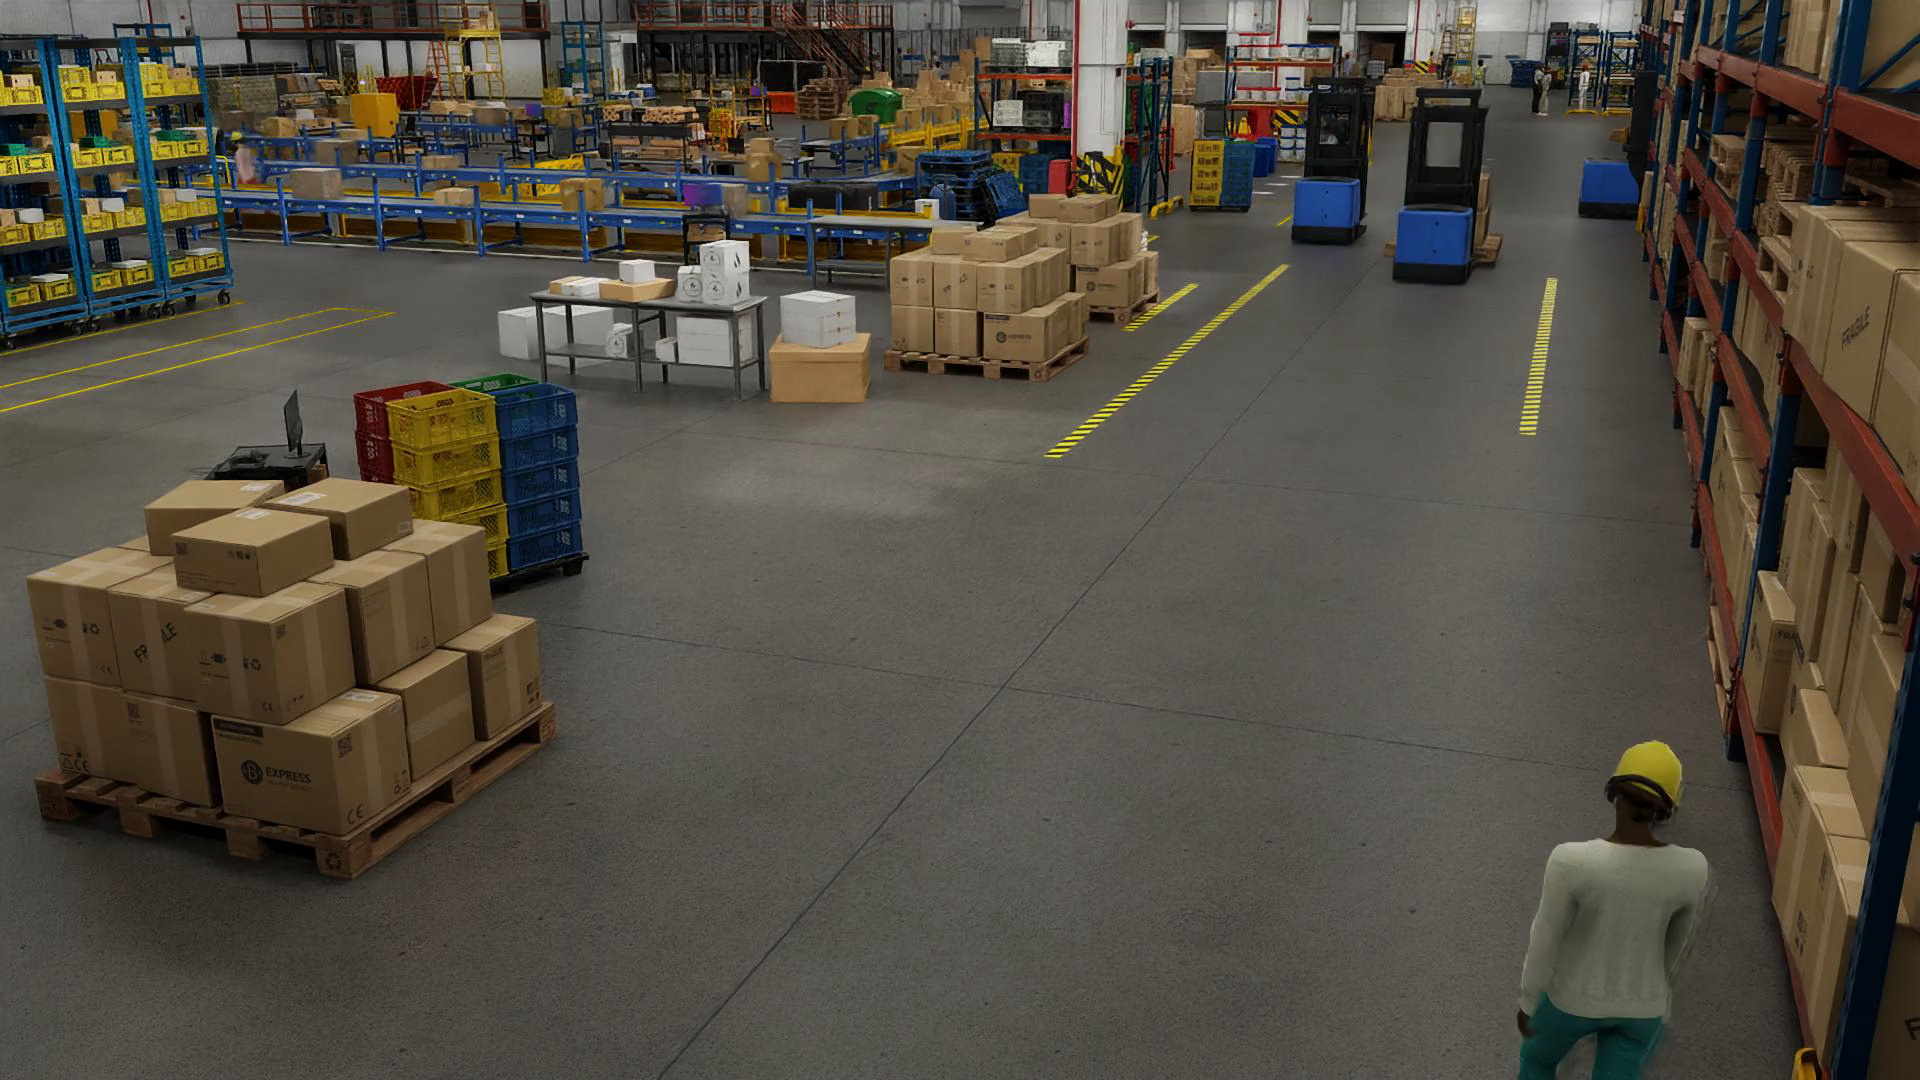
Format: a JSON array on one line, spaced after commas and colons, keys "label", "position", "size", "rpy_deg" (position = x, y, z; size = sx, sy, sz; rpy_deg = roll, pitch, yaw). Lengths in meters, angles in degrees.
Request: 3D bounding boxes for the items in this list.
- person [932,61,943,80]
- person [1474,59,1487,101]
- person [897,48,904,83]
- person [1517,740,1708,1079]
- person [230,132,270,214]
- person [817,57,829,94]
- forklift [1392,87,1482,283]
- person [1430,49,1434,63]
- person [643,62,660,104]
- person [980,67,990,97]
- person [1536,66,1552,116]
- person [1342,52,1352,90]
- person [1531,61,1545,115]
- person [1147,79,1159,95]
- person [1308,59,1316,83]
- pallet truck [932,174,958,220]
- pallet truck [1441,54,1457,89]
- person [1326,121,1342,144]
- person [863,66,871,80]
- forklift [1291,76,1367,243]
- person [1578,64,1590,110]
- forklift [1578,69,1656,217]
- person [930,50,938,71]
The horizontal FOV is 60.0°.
[{"label": "person", "position": [-0.971, -19.885, 72.358], "size": [0.526, 1.840, 0.961], "rpy_deg": [10, 20, 28]}, {"label": "person", "position": [23.422, -20.725, 74.968], "size": [0.430, 1.841, 0.623], "rpy_deg": [-12, 21, -32]}, {"label": "person", "position": [-3.366, -26.641, 93.376], "size": [0.403, 1.945, 0.614], "rpy_deg": [1, 18, 3]}, {"label": "person", "position": [2.080, 1.469, 5.408], "size": [0.545, 1.737, 0.516], "rpy_deg": [1, 18, 4]}, {"label": "person", "position": [-13.675, -6.938, 31.848], "size": [0.880, 1.721, 0.508], "rpy_deg": [3, 18, 8]}, {"label": "person", "position": [-6.226, -20.818, 75.113], "size": [0.647, 1.933, 0.757], "rpy_deg": [-13, 22, -35]}, {"label": "forklift", "position": [7.264, -5.399, 25.119], "size": [1.129, 2.768, 1.873], "rpy_deg": [6, 19, 19]}, {"label": "person", "position": [25.724, -25.898, 91.082], "size": [0.375, 1.924, 0.585], "rpy_deg": [-5, 18, -14]}, {"label": "person", "position": [-13.550, -19.881, 72.404], "size": [0.991, 1.795, 0.534], "rpy_deg": [-4, 18, -11]}, {"label": "person", "position": [0.998, -16.940, 62.979], "size": [0.932, 1.899, 0.540], "rpy_deg": [4, 18, 12]}, {"label": "person", "position": [22.733, -17.437, 64.593], "size": [0.329, 1.868, 0.512], "rpy_deg": [-3, 18, -10]}, {"label": "person", "position": [19.816, -24.038, 85.243], "size": [0.410, 1.917, 0.565], "rpy_deg": [-7, 19, -21]}, {"label": "person", "position": [22.684, -17.687, 65.092], "size": [0.538, 2.000, 0.681], "rpy_deg": [1, 18, 3]}, {"label": "person", "position": [6.617, -15.084, 57.364], "size": [0.617, 1.778, 0.775], "rpy_deg": [12, 21, 32]}, {"label": "person", "position": [19.734, -26.635, 93.280], "size": [0.395, 1.992, 0.622], "rpy_deg": [6, 19, 18]}, {"label": "pallet truck", "position": [-0.507, -5.292, 27.348], "size": [0.653, 1.274, 1.630], "rpy_deg": [6, 19, 19]}, {"label": "pallet truck", "position": [22.765, -21.886, 78.355], "size": [0.823, 1.965, 1.885], "rpy_deg": [-4, 18, -14]}, {"label": "person", "position": [7.998, -8.074, 35.485], "size": [0.789, 1.659, 0.544], "rpy_deg": [0, 18, -1]}, {"label": "person", "position": [-3.774, -18.400, 67.807], "size": [0.363, 1.757, 0.539], "rpy_deg": [13, 22, 36]}, {"label": "forklift", "position": [6.598, -6.755, 29.381], "size": [1.129, 2.768, 1.873], "rpy_deg": [6, 19, 19]}, {"label": "person", "position": [24.795, -17.958, 66.198], "size": [0.584, 1.882, 0.337], "rpy_deg": [-15, 23, -38]}, {"label": "forklift", "position": [13.219, -7.740, 32.475], "size": [1.873, 2.768, 1.129], "rpy_deg": [6, 19, 18]}, {"label": "person", "position": [-1.468, -25.977, 91.480], "size": [0.611, 1.824, 1.007], "rpy_deg": [-17, 24, -42]}]
